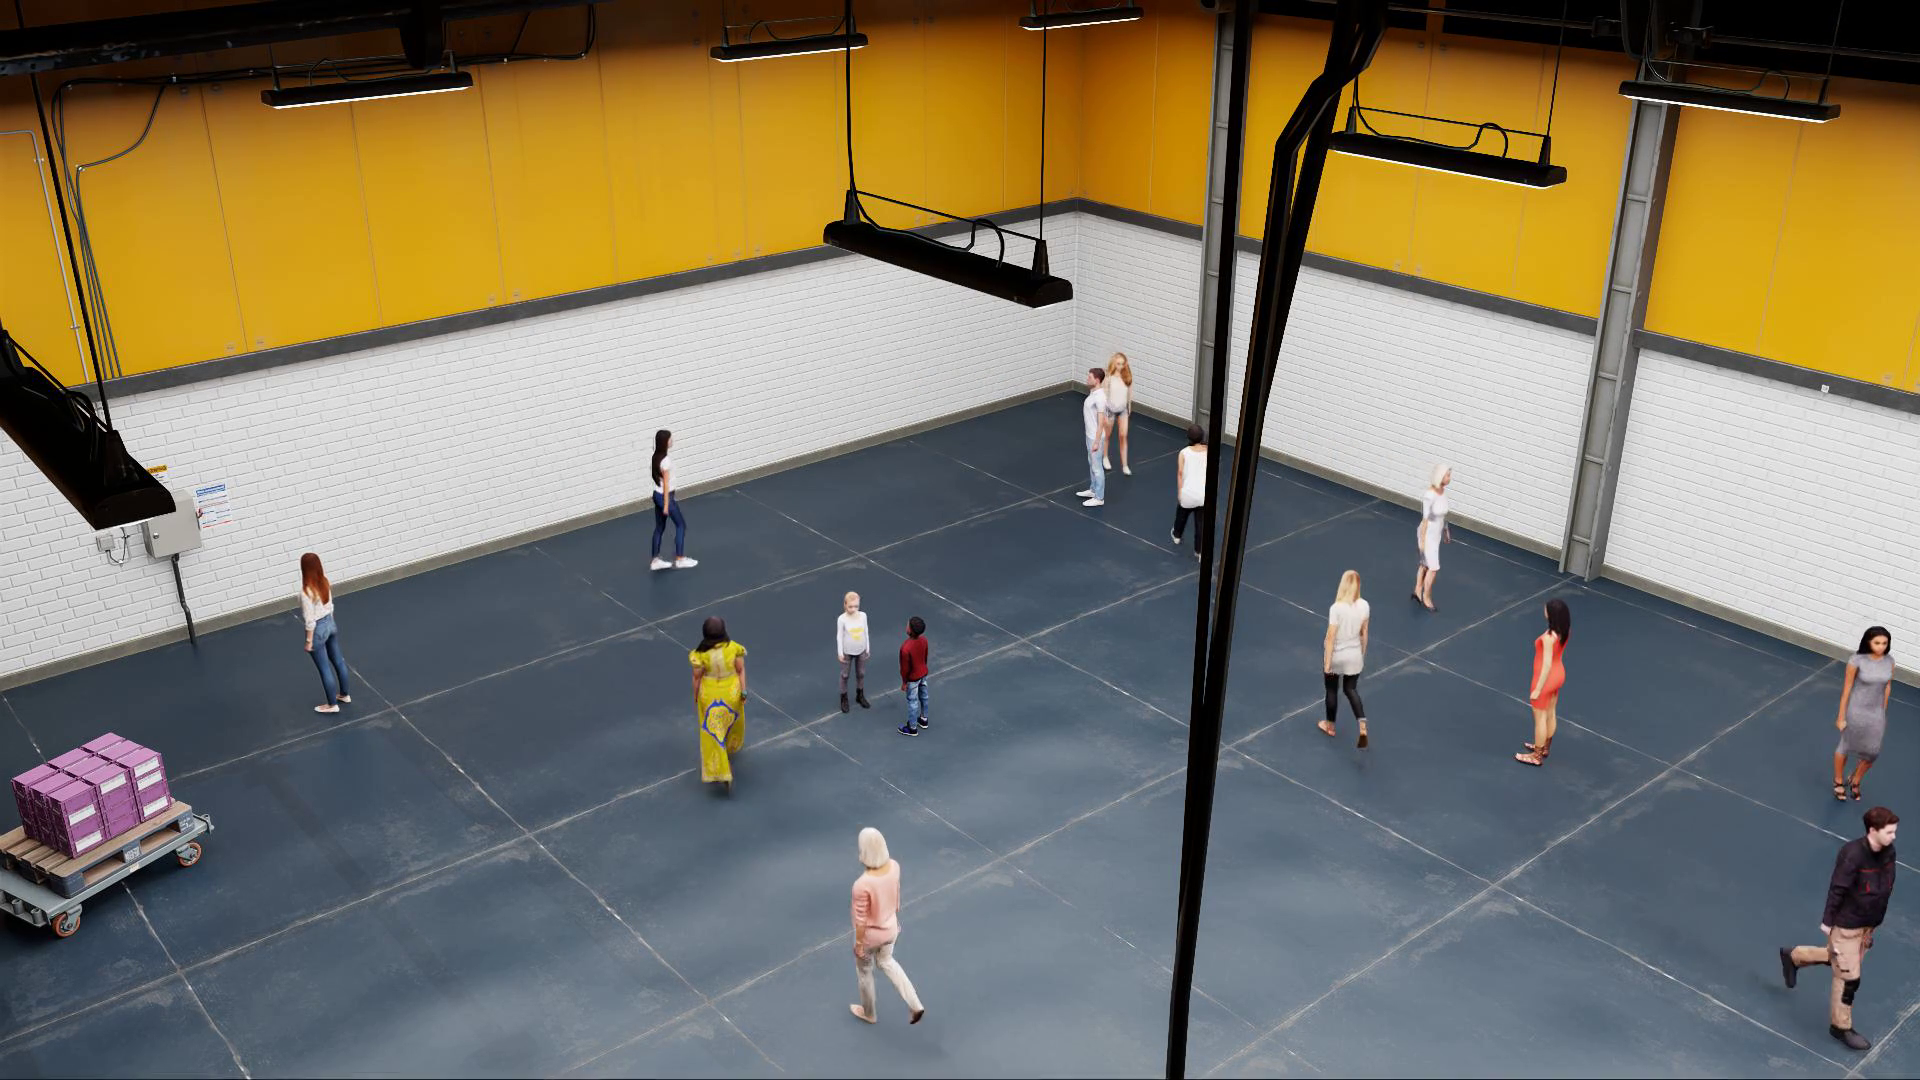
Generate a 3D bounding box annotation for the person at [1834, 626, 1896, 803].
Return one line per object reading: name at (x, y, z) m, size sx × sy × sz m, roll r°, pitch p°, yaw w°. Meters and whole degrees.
person at (8.170, 1.553, 15.155) m, size 0.738 × 1.772 × 0.792 m, roll 1°, pitch 24°, yaw 2°

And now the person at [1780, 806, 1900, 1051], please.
person at (6.490, 2.759, 12.234) m, size 0.874 × 1.901 × 1.191 m, roll -11°, pitch 26°, yaw -23°

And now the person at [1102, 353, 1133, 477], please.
person at (2.095, -1.759, 22.790) m, size 0.930 × 1.723 × 1.165 m, roll -5°, pitch 24°, yaw -12°

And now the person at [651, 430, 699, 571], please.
person at (-3.593, -0.445, 19.743) m, size 0.759 × 1.758 × 0.772 m, roll -12°, pitch 26°, yaw -26°

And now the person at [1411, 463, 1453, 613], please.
person at (5.280, -0.060, 18.890) m, size 0.660 × 1.736 × 0.645 m, roll 19°, pitch 30°, yaw 36°

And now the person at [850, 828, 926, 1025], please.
person at (-0.555, 2.890, 12.172) m, size 0.932 × 1.711 × 0.701 m, roll 18°, pitch 29°, yaw 35°

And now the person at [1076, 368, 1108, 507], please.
person at (1.772, -1.364, 21.728) m, size 0.786 × 1.851 × 0.676 m, roll -3°, pitch 24°, yaw -6°

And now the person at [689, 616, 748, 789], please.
person at (-2.211, 1.518, 15.435) m, size 1.058 × 1.612 × 1.443 m, roll -8°, pitch 25°, yaw -17°

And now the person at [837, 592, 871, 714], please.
person at (-1.078, 1.107, 16.791) m, size 0.540 × 1.278 × 0.549 m, roll -11°, pitch 26°, yaw -23°

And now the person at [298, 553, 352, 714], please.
person at (-6.393, 0.913, 16.673) m, size 0.670 × 1.728 × 0.652 m, roll 7°, pitch 25°, yaw 16°

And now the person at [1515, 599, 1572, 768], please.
person at (5.561, 1.336, 15.716) m, size 0.566 × 1.719 × 0.610 m, roll 20°, pitch 31°, yaw 39°

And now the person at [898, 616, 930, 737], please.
person at (-0.434, 1.318, 16.336) m, size 0.541 × 1.256 × 0.540 m, roll 18°, pitch 29°, yaw 35°

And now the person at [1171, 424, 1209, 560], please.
person at (2.857, -0.559, 20.131) m, size 1.004 × 1.656 × 1.140 m, roll -2°, pitch 24°, yaw -4°

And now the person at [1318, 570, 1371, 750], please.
person at (3.731, 1.184, 15.954) m, size 0.848 × 1.807 × 1.087 m, roll -7°, pitch 25°, yaw -16°
